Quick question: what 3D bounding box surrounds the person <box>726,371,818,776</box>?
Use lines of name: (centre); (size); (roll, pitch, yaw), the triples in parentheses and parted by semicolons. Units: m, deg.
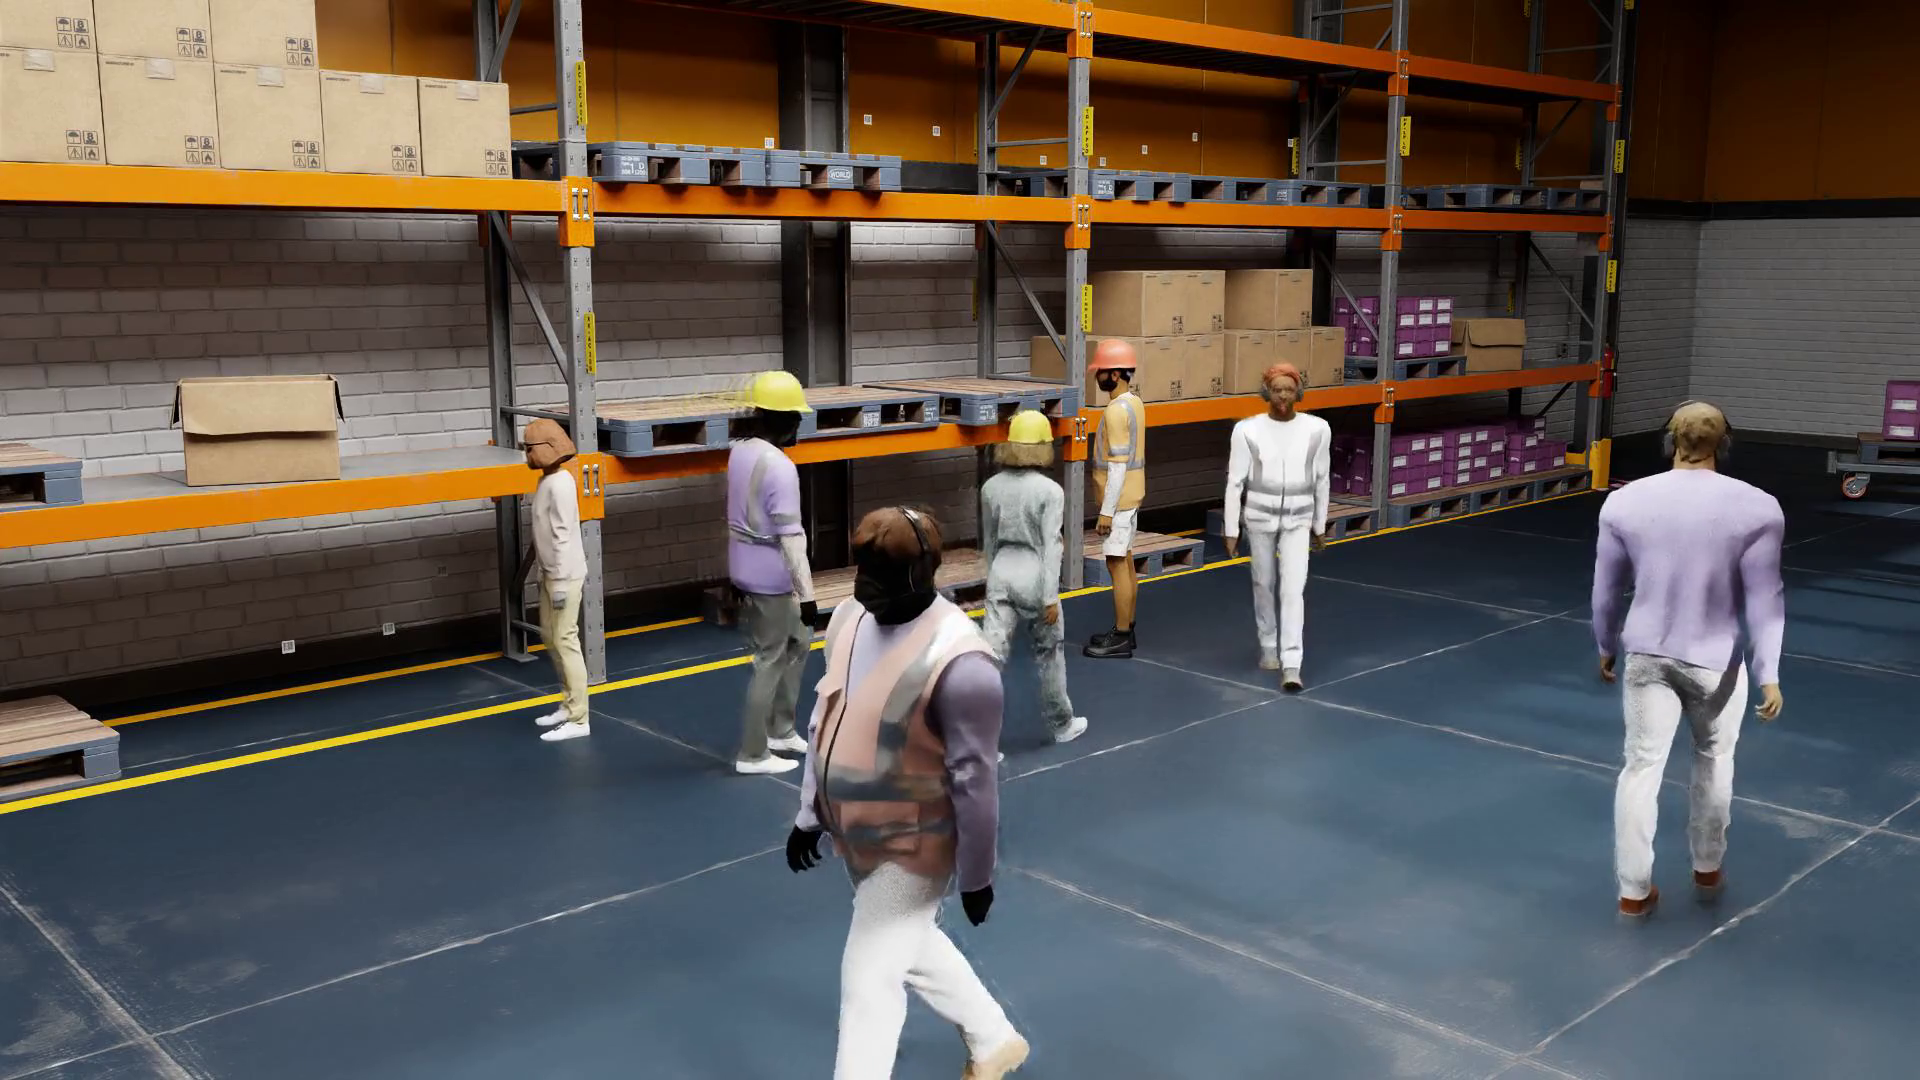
person: (-0.814, 0.160, 7.801); (0.629, 1.899, 0.615); (-5, 11, -27)

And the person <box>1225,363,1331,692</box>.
person: (1.805, -0.087, 9.475); (0.594, 1.822, 1.006); (1, 10, 6)

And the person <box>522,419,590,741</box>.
person: (-2.037, 0.198, 8.408); (0.286, 1.623, 0.500); (-4, 11, -23)

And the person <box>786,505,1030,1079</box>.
person: (-0.132, 0.784, 4.457); (0.908, 1.806, 0.623); (-6, 12, -33)

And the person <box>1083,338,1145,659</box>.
person: (0.939, -0.249, 10.090); (0.351, 1.941, 0.545); (3, 10, 15)

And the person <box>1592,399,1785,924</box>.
person: (2.706, 0.435, 6.197); (0.695, 1.902, 0.843); (6, 12, 33)

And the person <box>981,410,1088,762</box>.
person: (0.307, 0.217, 8.067); (0.503, 1.691, 0.897); (7, 12, 36)
